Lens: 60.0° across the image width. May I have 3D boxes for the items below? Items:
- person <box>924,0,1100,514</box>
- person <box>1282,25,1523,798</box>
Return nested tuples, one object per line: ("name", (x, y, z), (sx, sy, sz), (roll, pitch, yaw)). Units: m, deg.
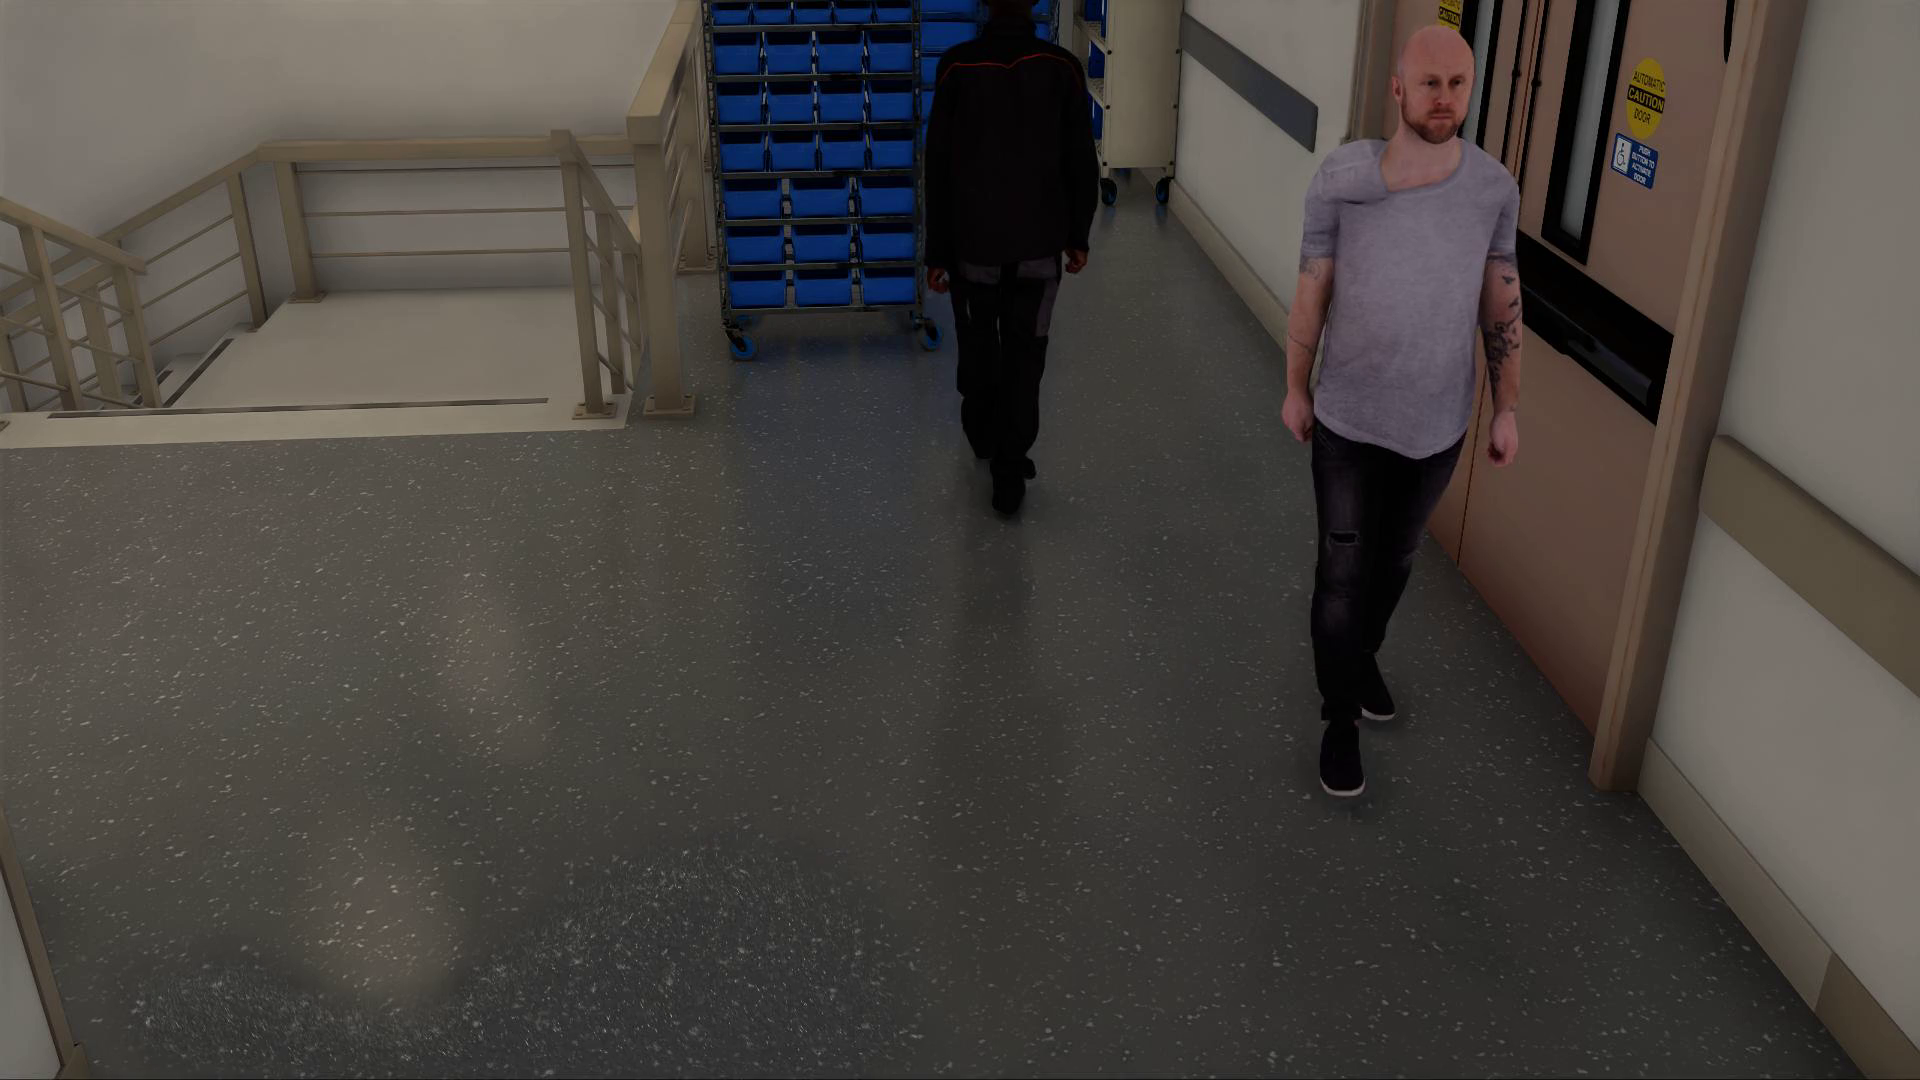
("person", (0.150, -0.948, 5.420), (0.817, 1.803, 1.034), (2, 26, 3))
("person", (1.065, -0.359, 4.186), (0.706, 1.813, 0.931), (-2, 26, -3))
